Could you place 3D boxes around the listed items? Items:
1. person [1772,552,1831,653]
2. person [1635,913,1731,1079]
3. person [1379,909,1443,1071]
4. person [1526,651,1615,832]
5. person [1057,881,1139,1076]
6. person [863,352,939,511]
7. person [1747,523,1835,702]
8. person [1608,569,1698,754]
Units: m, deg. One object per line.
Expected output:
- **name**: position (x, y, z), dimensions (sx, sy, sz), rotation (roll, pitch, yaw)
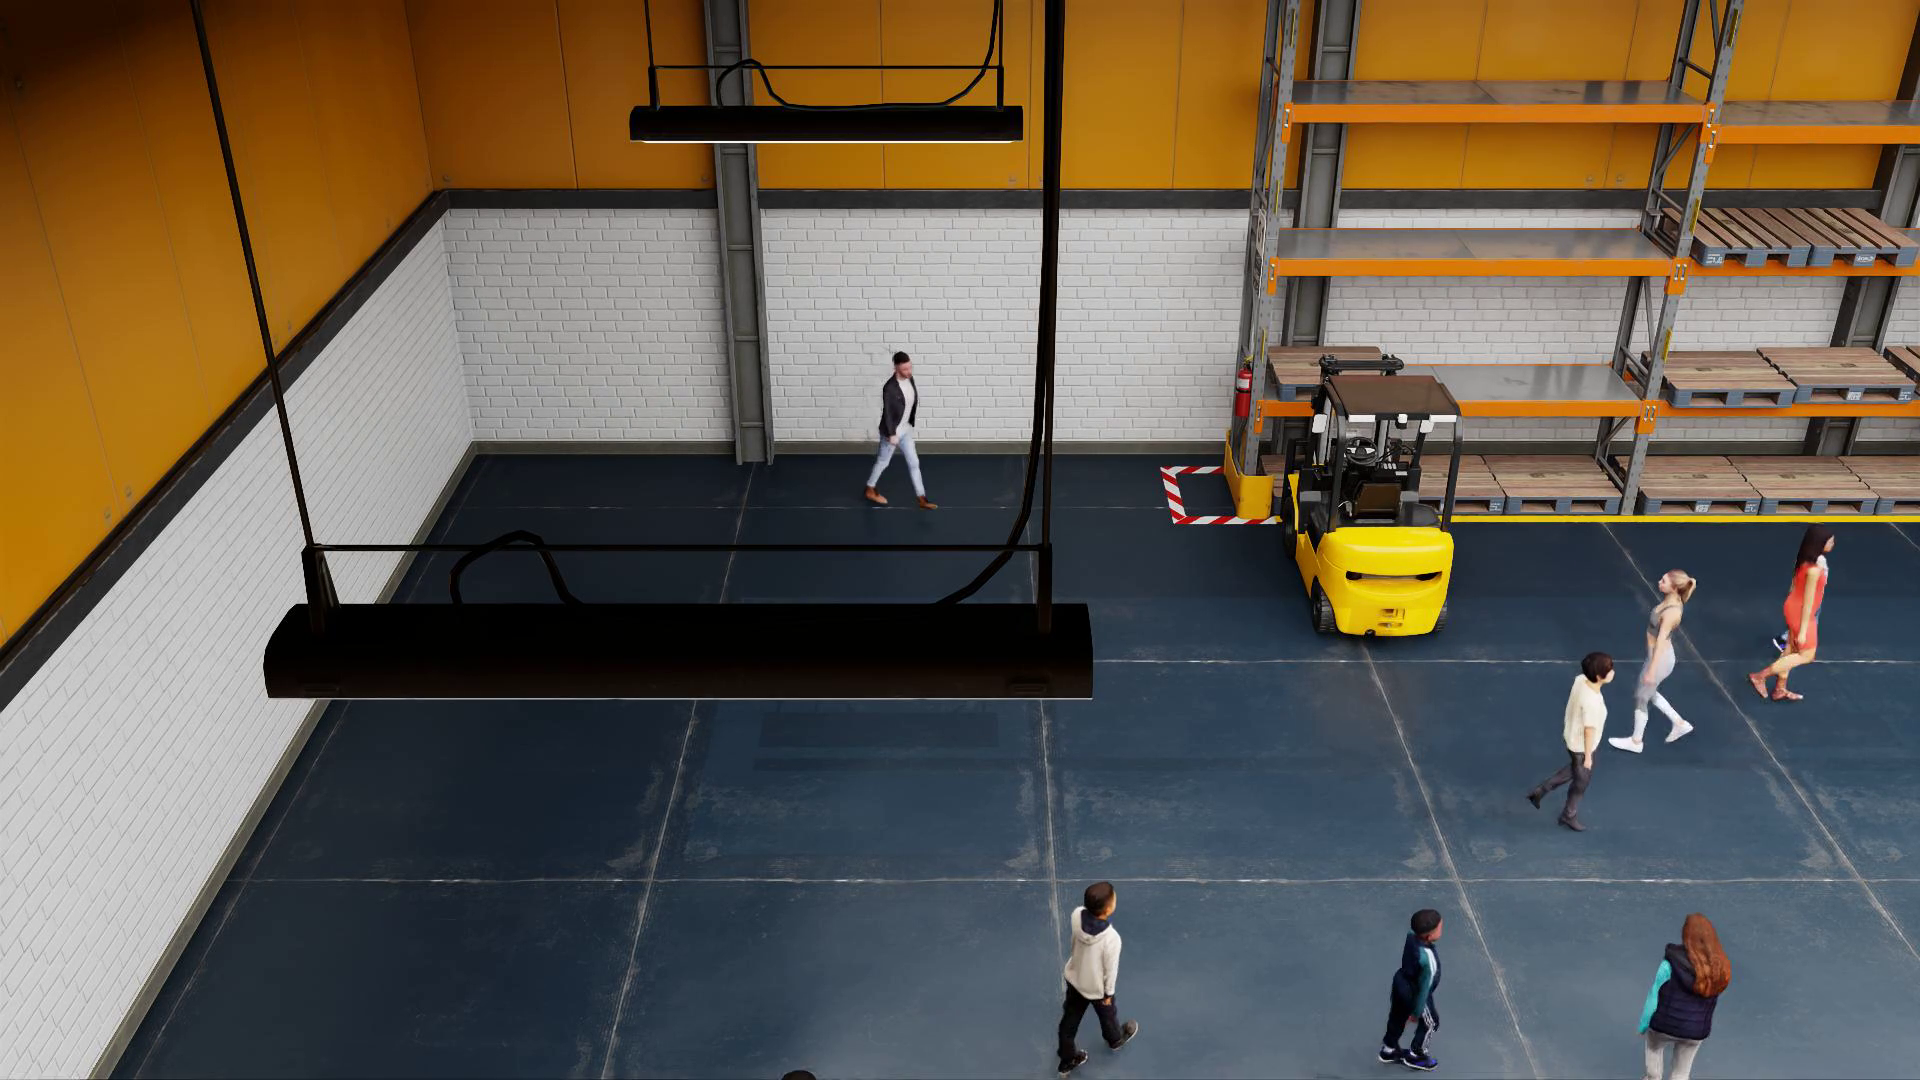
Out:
- **person**: position (7.475, 0.484, 14.794), dimensions (0.642, 1.254, 0.533), rotation (-3, 29, -6)
- **person**: position (4.324, 2.960, 10.028), dimensions (0.660, 1.471, 0.737), rotation (7, 29, 12)
- **person**: position (2.810, 2.835, 10.493), dimensions (0.599, 1.246, 0.545), rotation (-5, 29, -10)
- **person**: position (4.624, 1.522, 12.558), dimensions (0.733, 1.573, 0.632), rotation (3, 29, 5)
- **person**: position (0.759, 2.780, 10.407), dimensions (0.886, 1.425, 0.941), rotation (25, 37, 37)
- **person**: position (-0.733, -1.144, 17.209), dimensions (1.271, 1.800, 1.112), rotation (18, 33, 29)
- **person**: position (7.006, 0.640, 14.034), dimensions (0.776, 1.709, 0.659), rotation (4, 29, 8)
- **person**: position (5.700, 1.008, 13.379), dimensions (0.923, 1.690, 0.759), rotation (11, 31, 20)
